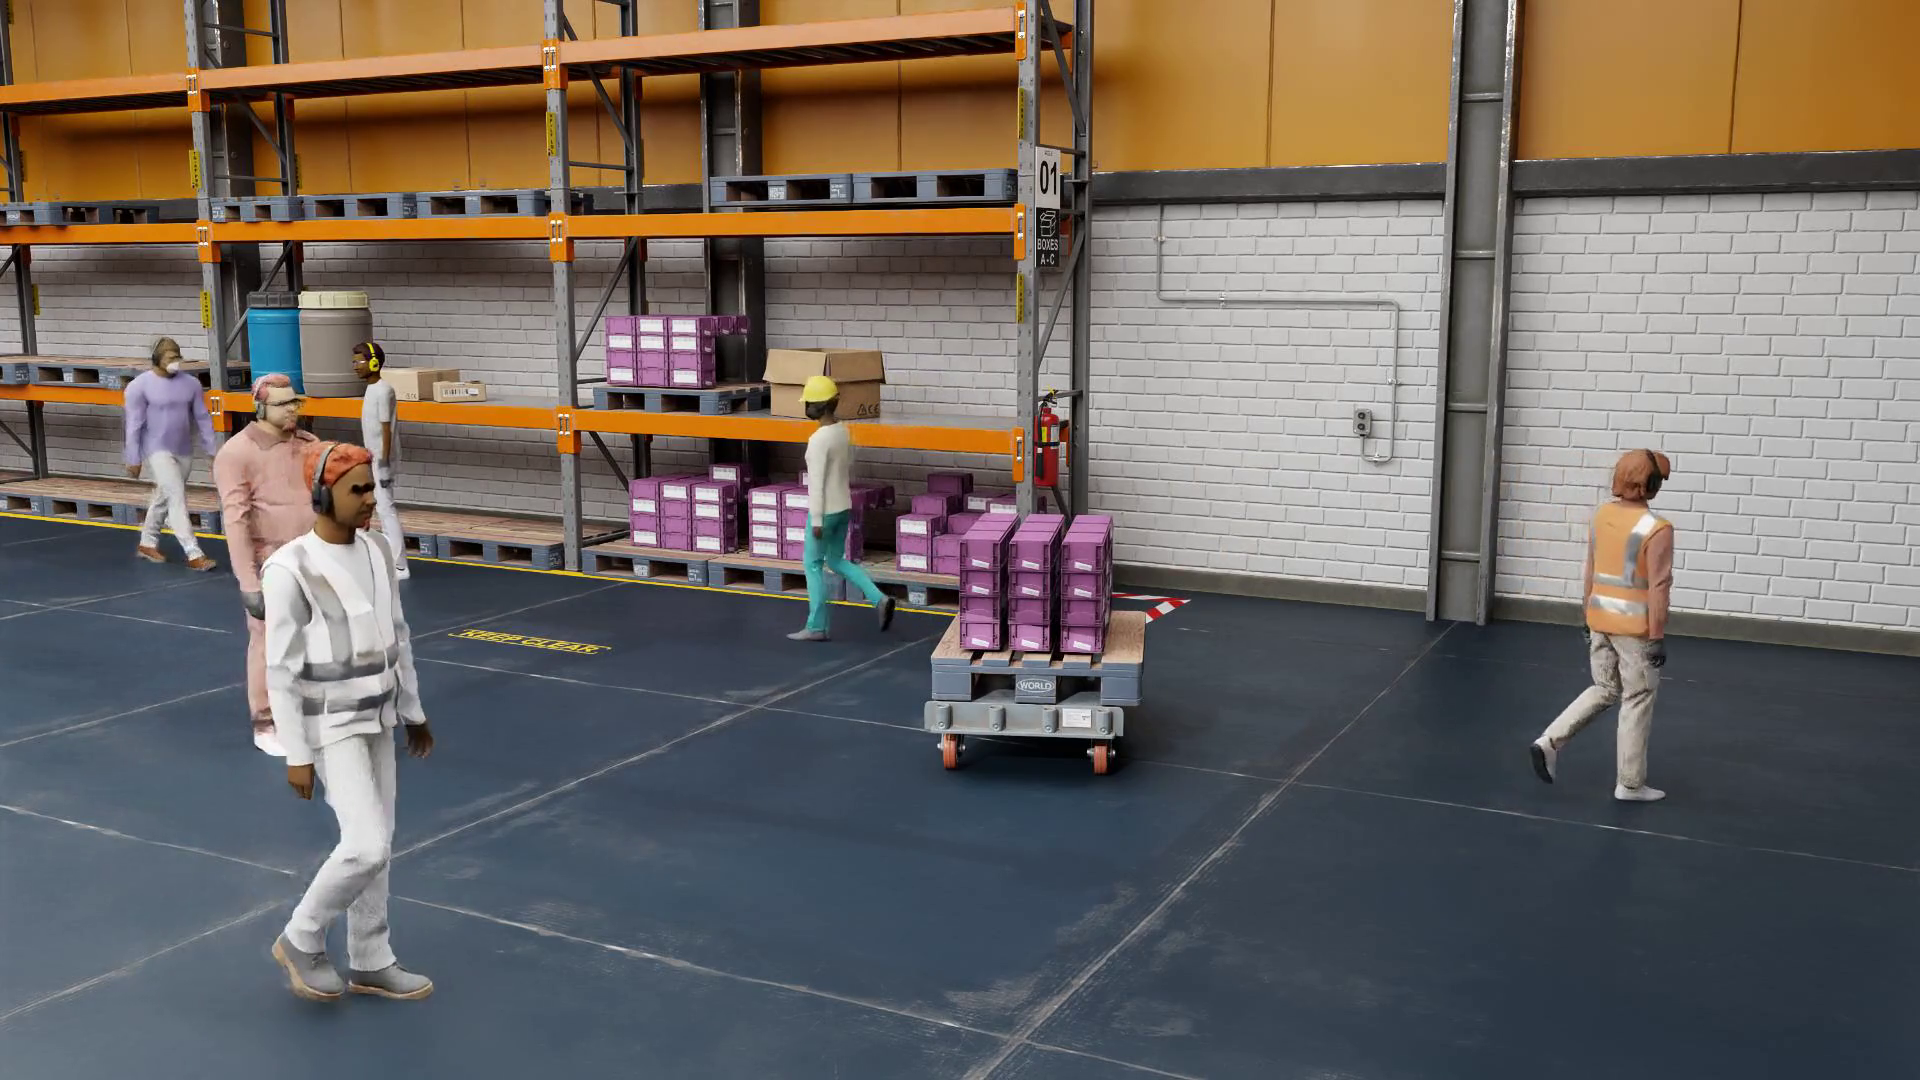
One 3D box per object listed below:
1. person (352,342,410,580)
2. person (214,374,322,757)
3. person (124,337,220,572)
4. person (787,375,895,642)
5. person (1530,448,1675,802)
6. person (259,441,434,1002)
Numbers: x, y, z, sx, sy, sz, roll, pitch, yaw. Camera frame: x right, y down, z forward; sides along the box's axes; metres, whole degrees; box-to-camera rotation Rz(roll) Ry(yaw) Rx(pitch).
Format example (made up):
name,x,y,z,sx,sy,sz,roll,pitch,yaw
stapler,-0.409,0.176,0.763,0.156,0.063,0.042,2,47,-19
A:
name,x,y,z,sx,sy,sz,roll,pitch,yaw
person,-4.523,-0.606,12.962,0.320,1.860,0.505,-5,11,-29
person,-3.373,0.122,8.354,0.404,1.903,0.679,4,10,24
person,-6.415,-0.695,13.475,1.038,1.892,0.636,5,10,27
person,-0.783,-0.192,10.728,0.624,1.745,0.533,3,10,21
person,2.928,0.397,7.473,0.542,1.622,0.523,-3,10,-16
person,-1.965,0.611,5.413,0.409,1.875,0.589,2,9,12
